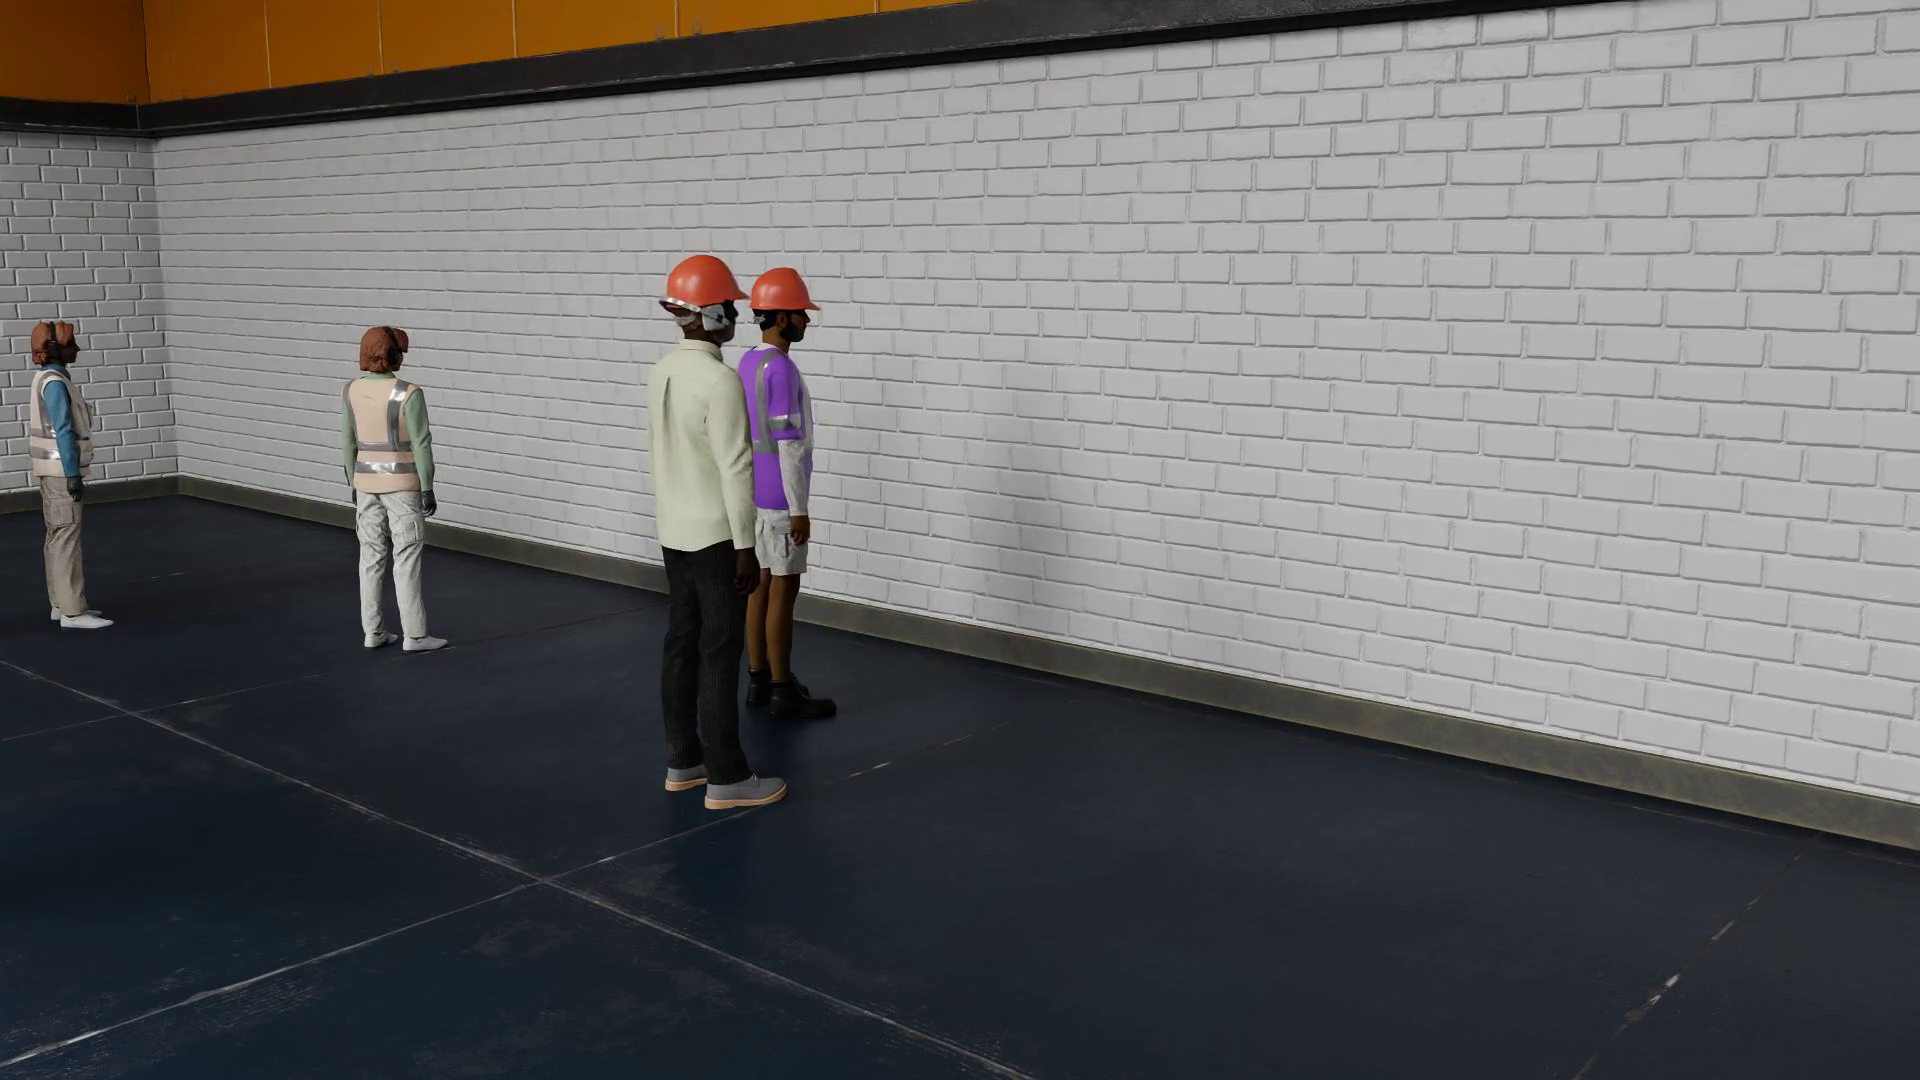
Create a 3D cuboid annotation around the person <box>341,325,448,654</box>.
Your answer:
[{"bbox_3d":[-2.847,-0.245,8.319,0.523,1.639,0.306,4,11,21],"label":"person"}]

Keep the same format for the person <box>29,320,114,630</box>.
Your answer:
[{"bbox_3d":[-4.776,-0.343,8.871,0.310,1.642,0.514,-7,12,-35],"label":"person"}]

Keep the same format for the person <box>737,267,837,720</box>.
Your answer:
[{"bbox_3d":[-0.769,-0.196,7.187,0.359,1.939,0.542,-5,11,-26],"label":"person"}]

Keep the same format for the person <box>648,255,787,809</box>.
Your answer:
[{"bbox_3d":[-0.911,-0.025,6.047,0.375,1.997,0.611,-8,13,-38],"label":"person"}]
